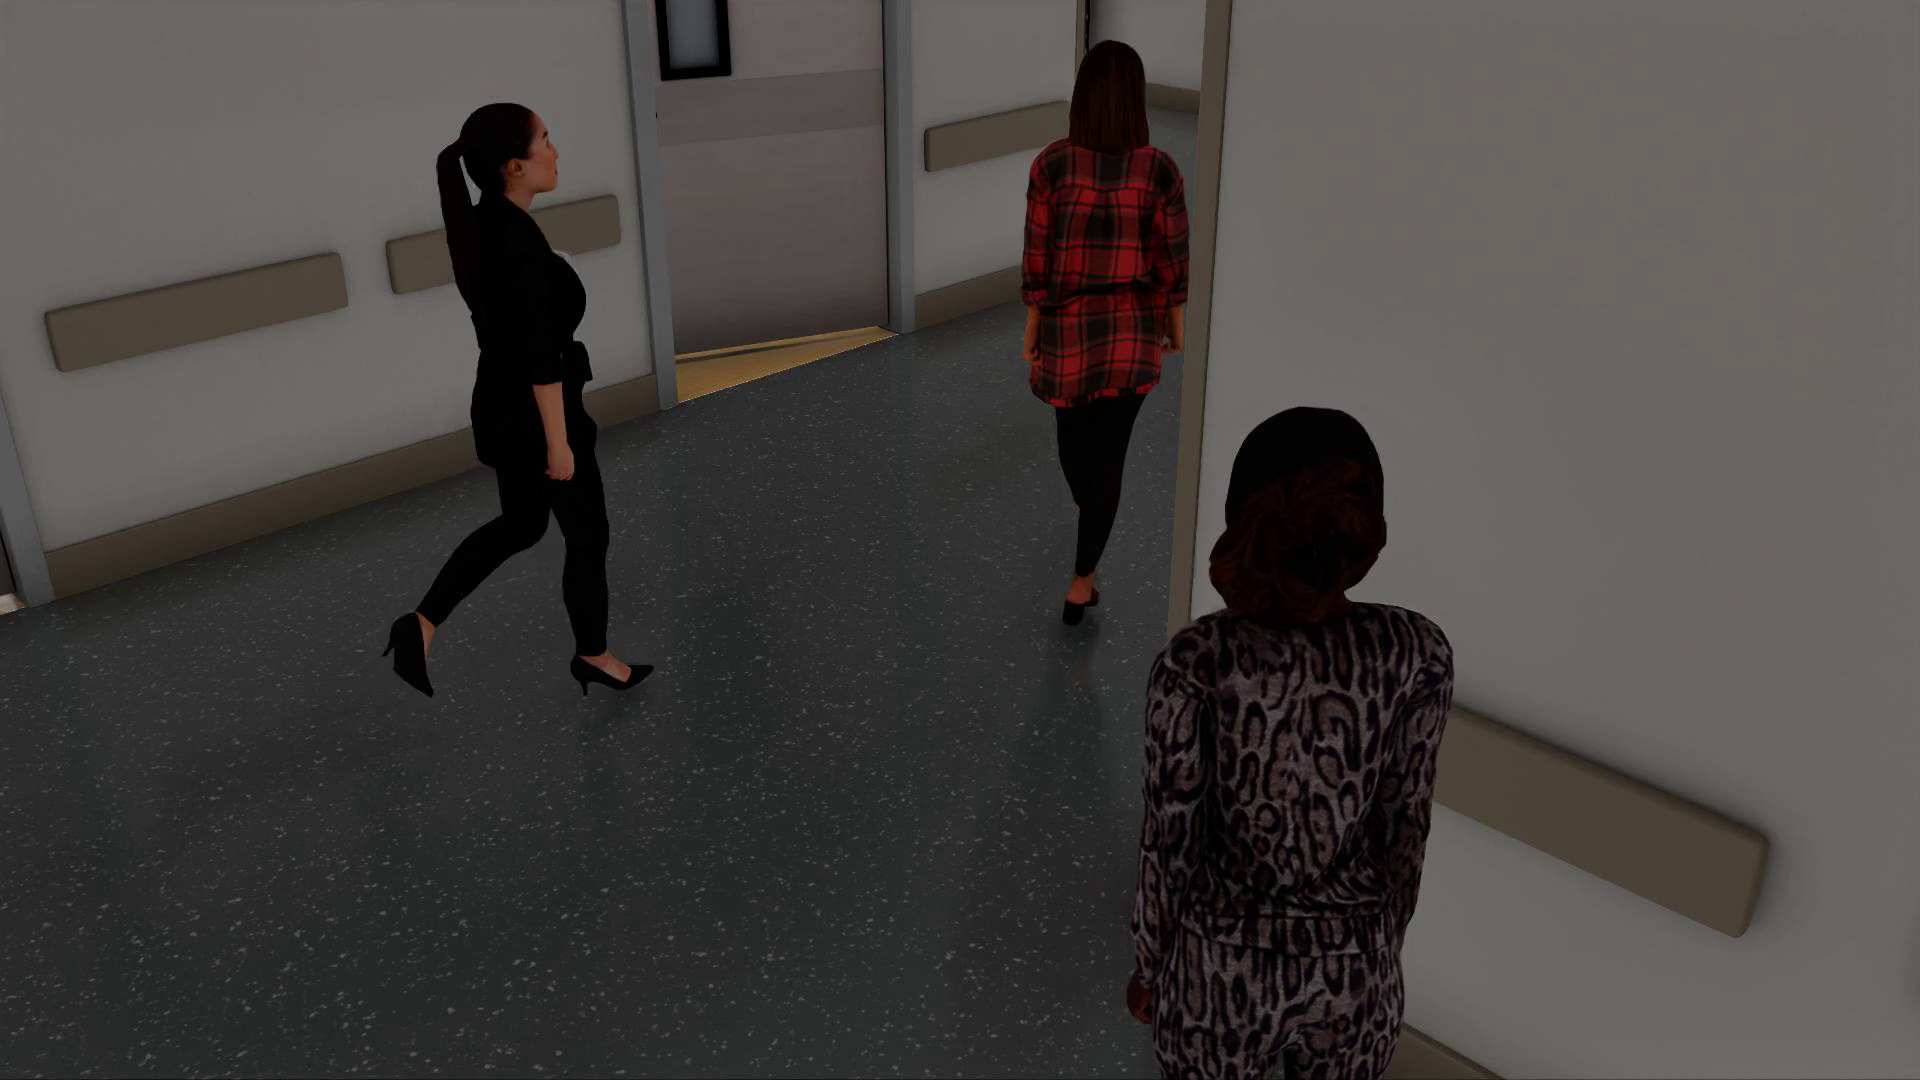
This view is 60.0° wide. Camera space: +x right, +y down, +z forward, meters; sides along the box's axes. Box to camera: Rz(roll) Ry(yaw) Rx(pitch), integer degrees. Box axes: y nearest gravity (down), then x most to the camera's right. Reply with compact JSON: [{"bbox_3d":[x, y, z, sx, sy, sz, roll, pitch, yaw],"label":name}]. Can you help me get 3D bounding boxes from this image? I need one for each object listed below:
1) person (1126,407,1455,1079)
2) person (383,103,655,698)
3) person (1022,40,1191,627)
[{"bbox_3d":[0.451,0.617,2.370,0.652,1.716,0.723,-2,26,-4],"label":"person"},{"bbox_3d":[-1.181,-0.266,4.285,0.990,1.643,0.707,-17,30,-31],"label":"person"},{"bbox_3d":[0.388,-0.540,4.830,0.973,1.663,1.139,6,26,12],"label":"person"}]
